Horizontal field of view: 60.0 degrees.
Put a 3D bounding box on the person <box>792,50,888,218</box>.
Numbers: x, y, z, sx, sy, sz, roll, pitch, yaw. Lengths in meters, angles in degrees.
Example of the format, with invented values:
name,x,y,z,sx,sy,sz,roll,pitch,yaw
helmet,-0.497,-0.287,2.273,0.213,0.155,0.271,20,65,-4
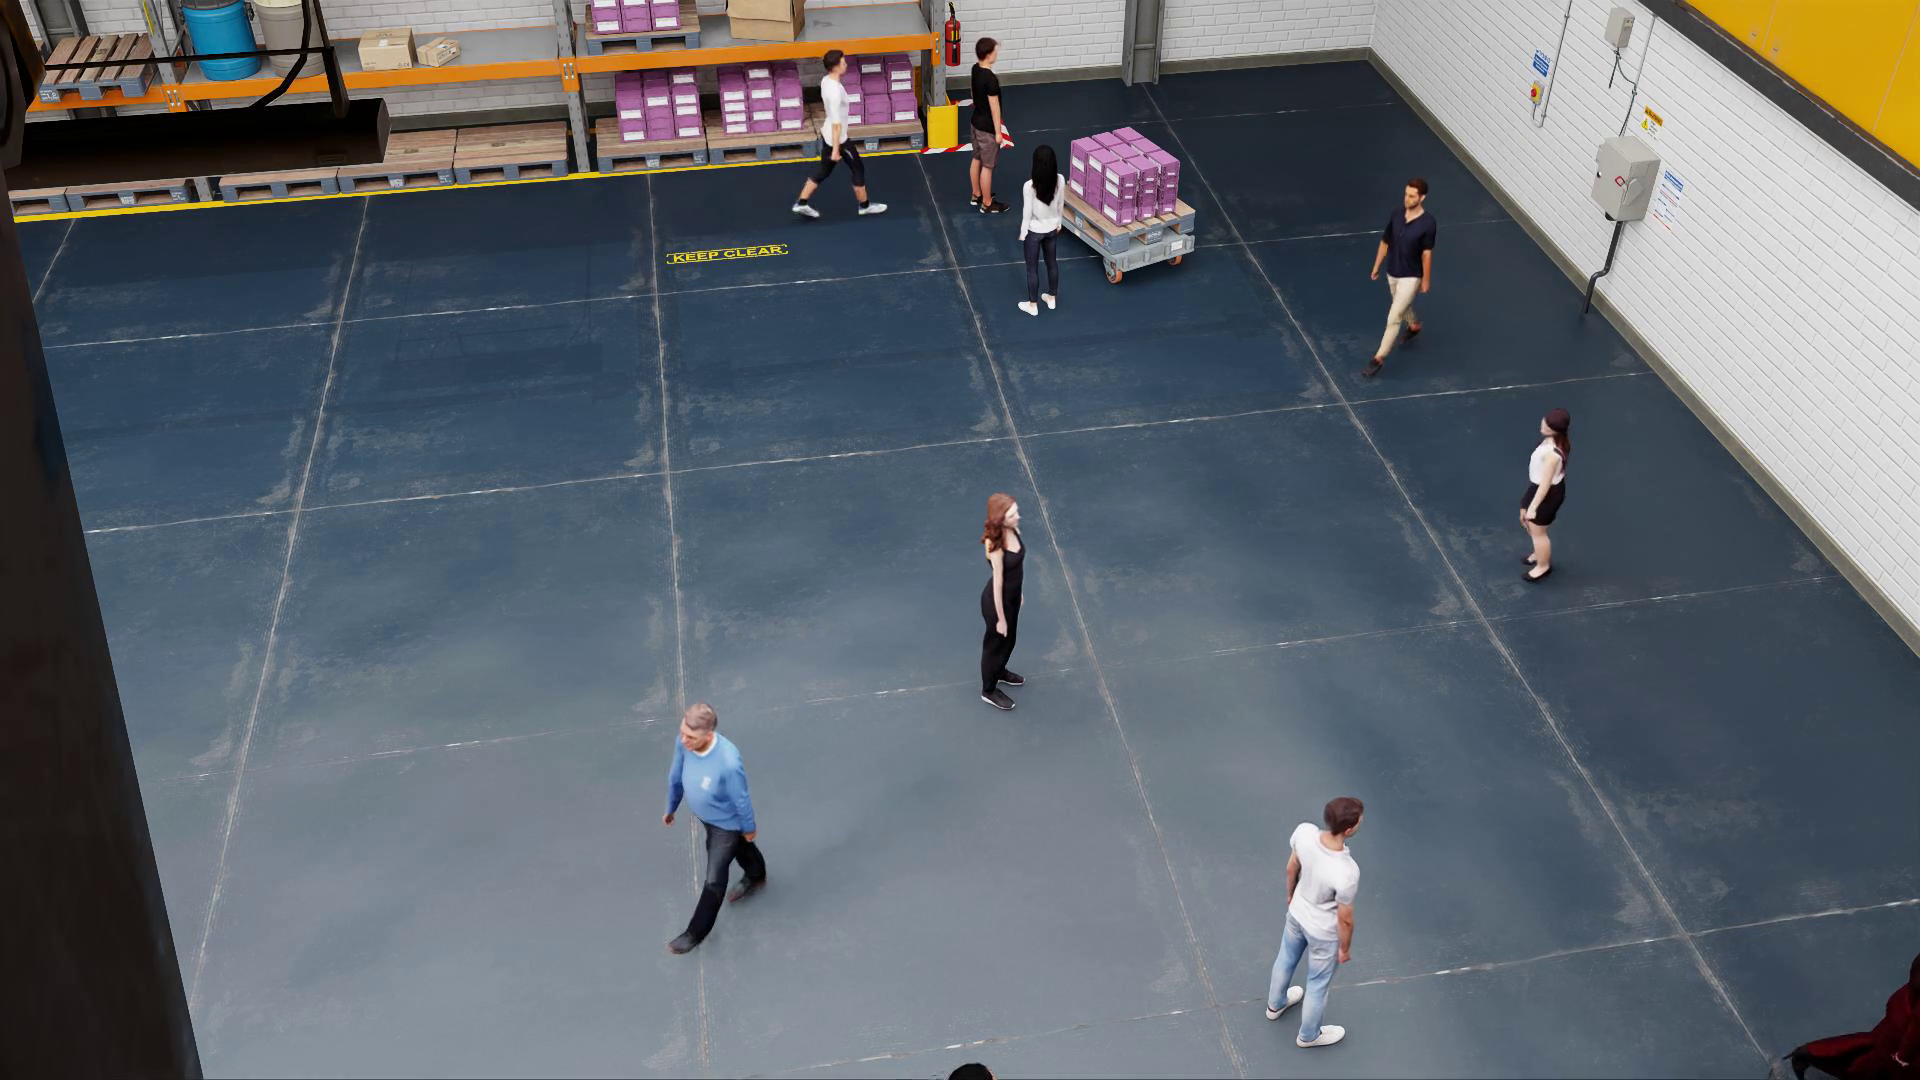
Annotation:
name,x,y,z,sx,sy,sz,roll,pitch,yaw
person,-1.359,-4.092,16.981,1.259,1.816,0.783,-11,40,-13

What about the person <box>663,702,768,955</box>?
name,x,y,z,sx,sy,sz,roll,pitch,yaw
person,-1.368,1.574,9.922,1.045,1.771,1.189,31,48,33

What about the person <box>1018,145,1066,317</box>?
name,x,y,z,sx,sy,sz,roll,pitch,yaw
person,0.767,-2.913,15.597,0.629,1.701,0.756,-22,44,-25

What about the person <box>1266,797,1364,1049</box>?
name,x,y,z,sx,sy,sz,roll,pitch,yaw
person,1.969,2.104,9.190,0.669,1.857,0.715,-20,43,-23

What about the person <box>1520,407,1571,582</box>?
name,x,y,z,sx,sy,sz,roll,pitch,yaw
person,4.415,-0.322,12.422,0.724,1.613,0.687,17,42,20

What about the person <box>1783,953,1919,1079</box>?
name,x,y,z,sx,sy,sz,roll,pitch,yaw
person,4.947,2.533,8.753,1.143,1.731,1.028,18,42,21

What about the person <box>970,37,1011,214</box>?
name,x,y,z,sx,sy,sz,roll,pitch,yaw
person,0.259,-4.303,17.209,0.678,1.862,0.731,-17,42,-20

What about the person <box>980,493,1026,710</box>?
name,x,y,z,sx,sy,sz,roll,pitch,yaw
person,0.278,0.394,11.418,0.670,1.748,0.654,12,40,14

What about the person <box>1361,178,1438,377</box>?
name,x,y,z,sx,sy,sz,roll,pitch,yaw
person,4.029,-2.403,14.866,1.275,1.815,1.050,-26,46,-29
